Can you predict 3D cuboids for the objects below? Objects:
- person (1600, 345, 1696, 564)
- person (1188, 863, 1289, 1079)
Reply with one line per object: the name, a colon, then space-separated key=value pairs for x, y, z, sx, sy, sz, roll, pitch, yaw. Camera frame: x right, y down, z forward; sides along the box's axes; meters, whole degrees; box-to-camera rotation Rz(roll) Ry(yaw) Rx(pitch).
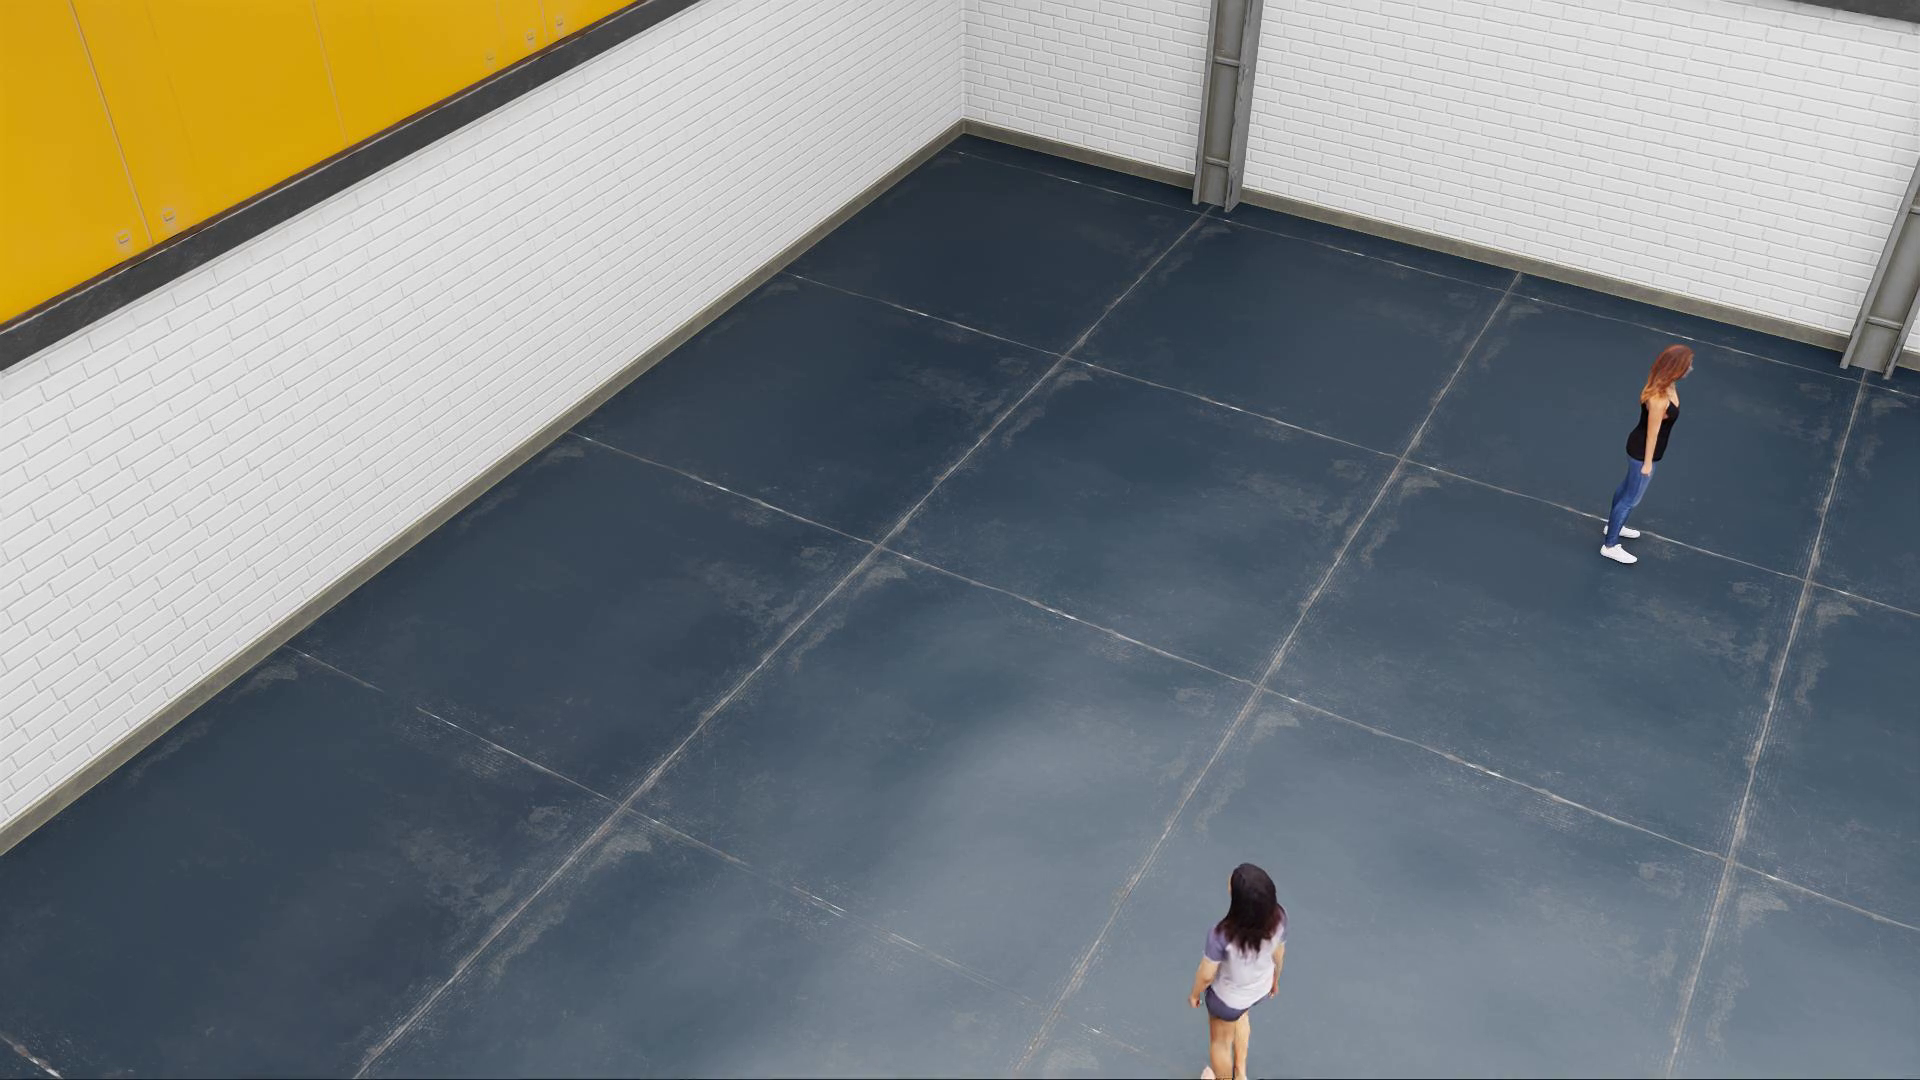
person: x=4.846 y=-0.643 z=11.755 sx=0.544 sy=1.722 sz=0.610 roll=15 pitch=41 yaw=18
person: x=1.403 y=2.252 z=8.133 sx=0.707 sy=1.719 sz=0.746 roll=-16 pitch=41 yaw=-19
